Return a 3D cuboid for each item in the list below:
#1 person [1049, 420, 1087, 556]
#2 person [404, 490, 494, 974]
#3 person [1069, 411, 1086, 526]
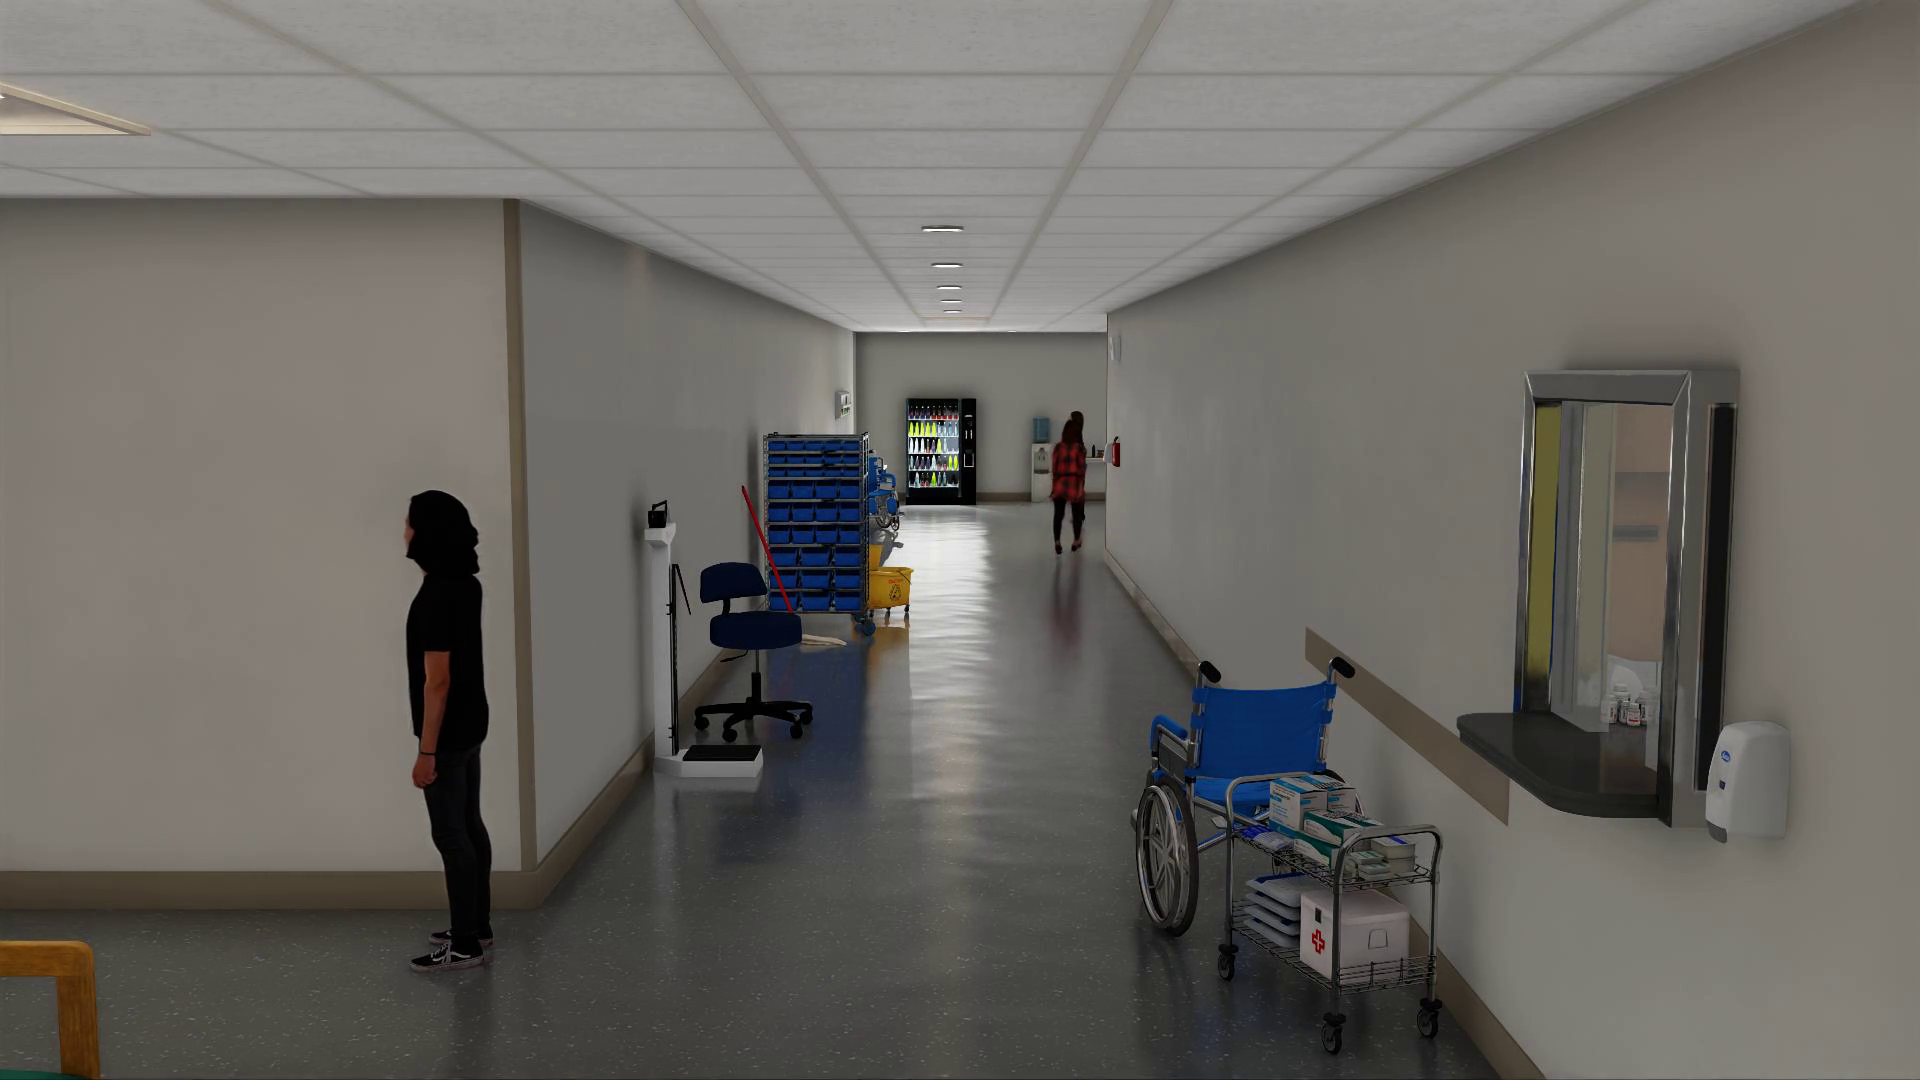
[{"bbox_3d":[1.298,-0.605,20.463,1.159,1.656,0.907,2,6,18],"label":"person"},{"bbox_3d":[-1.962,0.713,6.408,0.512,1.836,0.623,0,6,2],"label":"person"},{"bbox_3d":[1.774,-1.094,25.082,0.497,1.705,0.585,0,6,2],"label":"person"}]
